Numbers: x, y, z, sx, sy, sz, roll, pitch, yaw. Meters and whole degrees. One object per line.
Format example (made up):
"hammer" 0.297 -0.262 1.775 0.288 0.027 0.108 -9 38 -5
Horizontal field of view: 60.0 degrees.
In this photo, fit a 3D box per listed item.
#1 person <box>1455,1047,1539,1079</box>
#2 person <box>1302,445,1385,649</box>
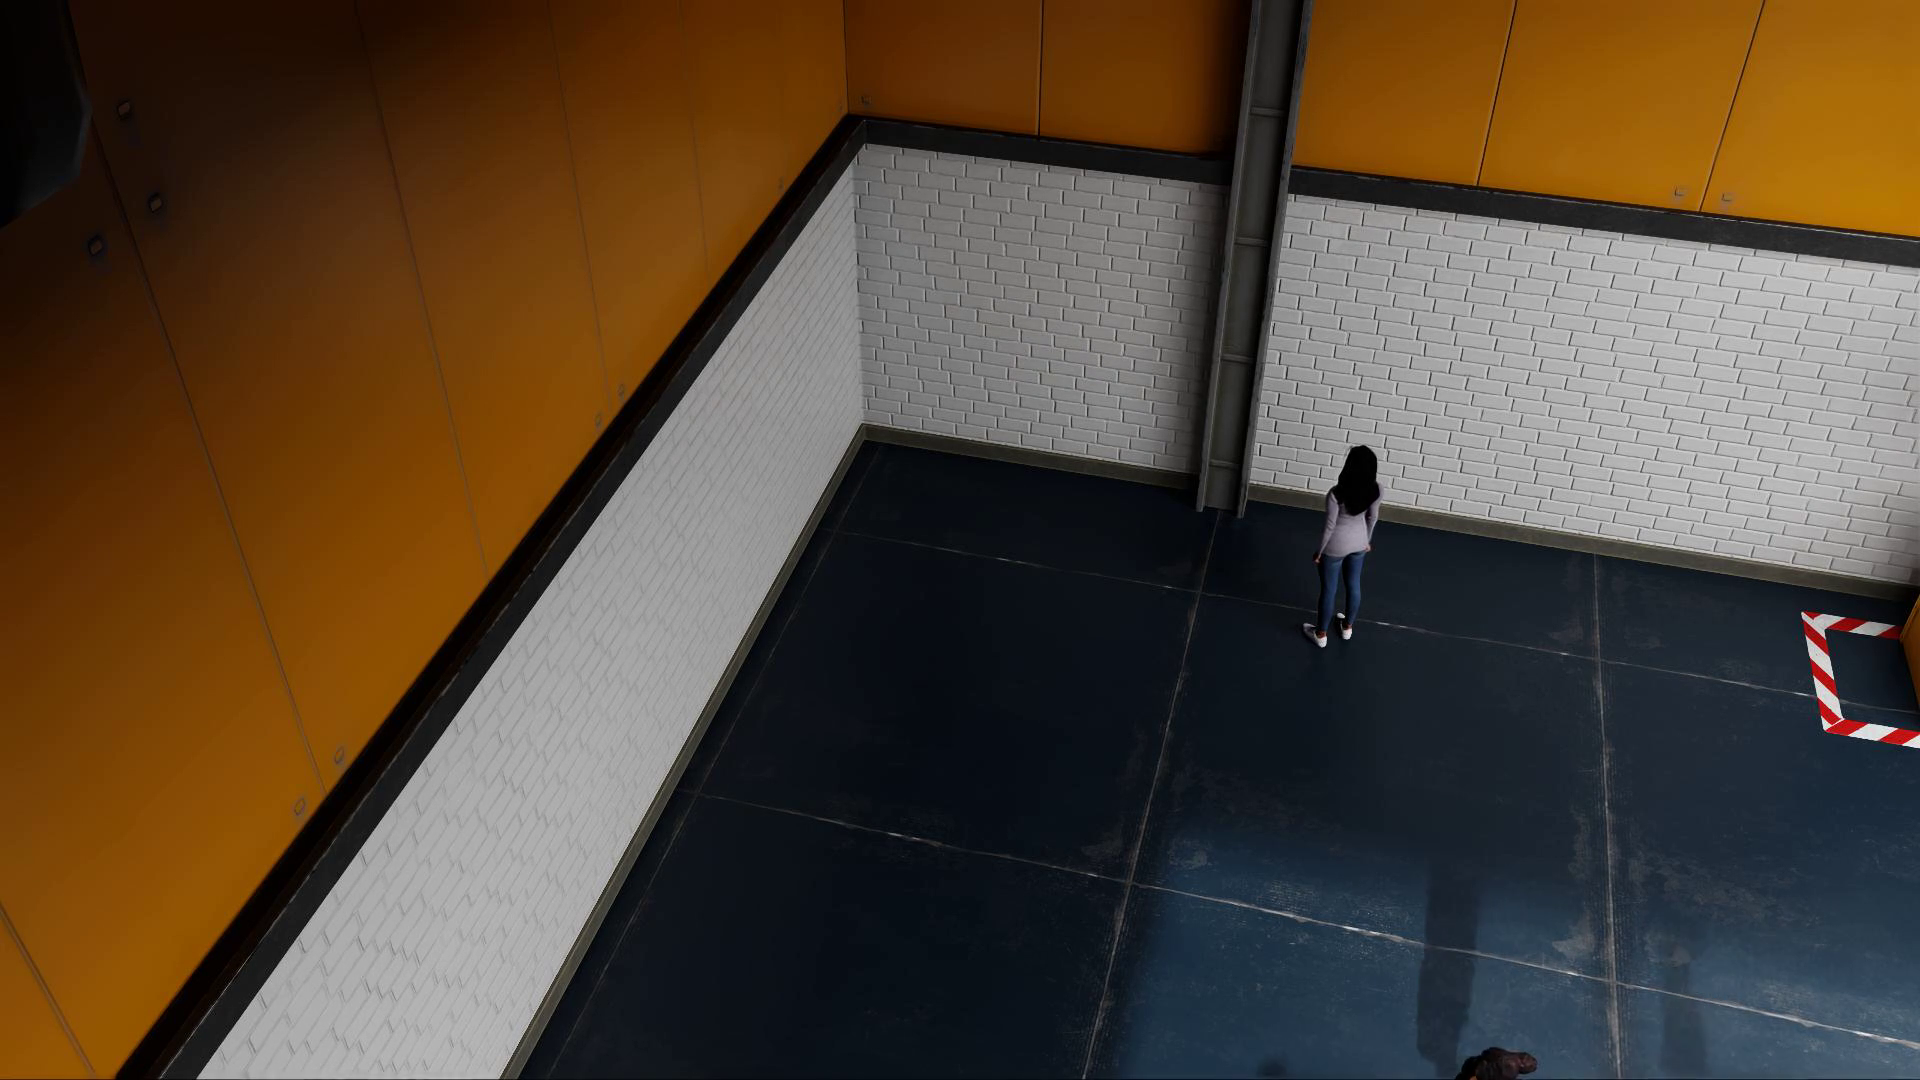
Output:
"person" 2.606 3.050 8.412 0.872 1.627 0.769 -10 40 -12
"person" 2.801 0.048 12.085 0.646 1.735 0.749 -12 40 -14
